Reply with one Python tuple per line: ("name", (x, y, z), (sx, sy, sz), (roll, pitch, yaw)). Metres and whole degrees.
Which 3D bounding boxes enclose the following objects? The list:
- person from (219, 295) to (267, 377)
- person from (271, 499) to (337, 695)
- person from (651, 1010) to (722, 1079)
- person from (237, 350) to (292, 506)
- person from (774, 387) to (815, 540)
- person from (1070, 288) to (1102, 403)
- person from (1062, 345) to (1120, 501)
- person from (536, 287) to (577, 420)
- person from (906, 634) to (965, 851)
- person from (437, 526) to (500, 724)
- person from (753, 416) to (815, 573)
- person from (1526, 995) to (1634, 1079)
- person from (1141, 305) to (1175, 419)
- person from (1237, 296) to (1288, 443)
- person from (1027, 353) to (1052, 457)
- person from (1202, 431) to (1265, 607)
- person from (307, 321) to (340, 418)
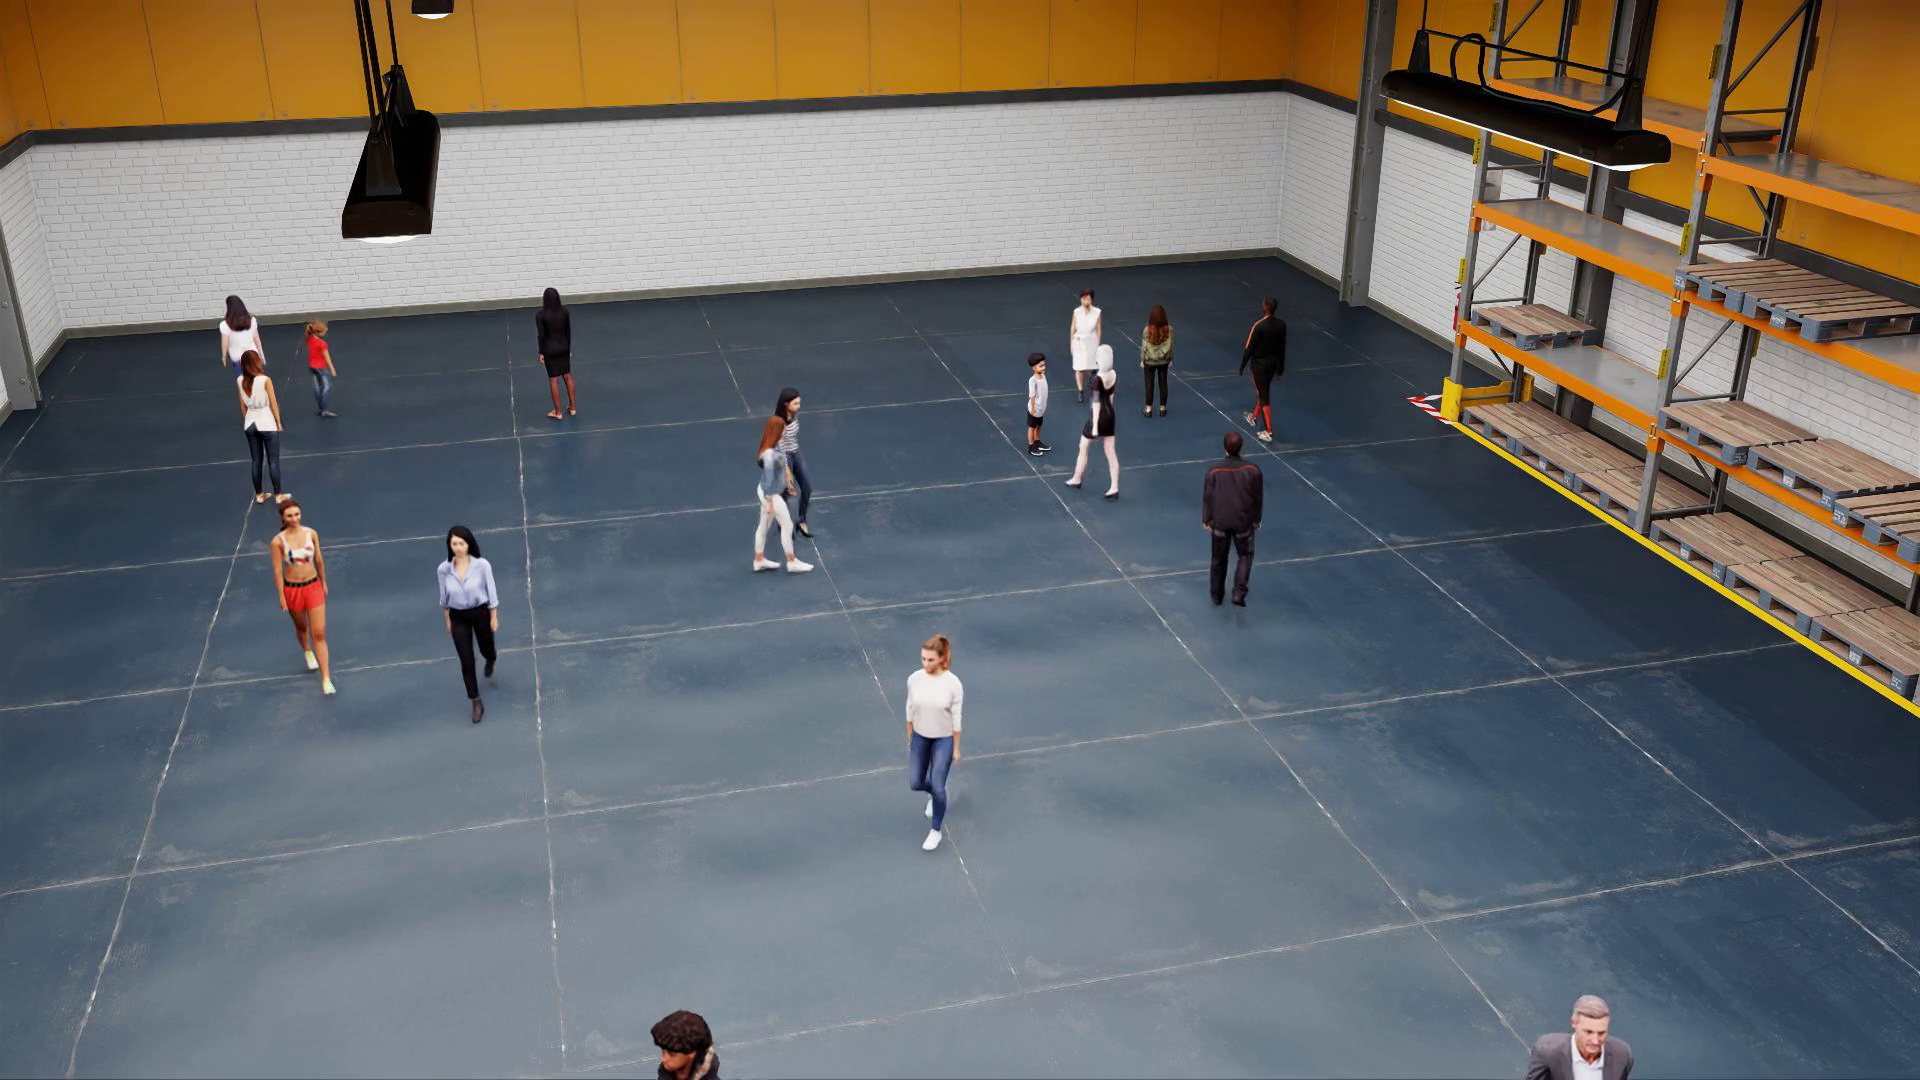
("person", (-9.022, -2.220, 21.077), (0.969, 1.631, 1.209), (-21, 31, -39))
("person", (-5.873, 0.458, 14.809), (0.827, 1.746, 1.227), (-14, 27, -29))
("person", (-1.303, 3.158, 8.624), (1.114, 1.752, 1.158), (14, 27, 29))
("person", (-7.868, -1.263, 18.702), (0.650, 1.780, 0.646), (3, 24, 8))
("person", (-1.904, -0.798, 17.658), (0.846, 1.764, 0.784), (10, 25, 21))
("person", (1.671, -2.601, 22.055), (0.697, 1.545, 0.758), (3, 24, 6))
("person", (1.673, -1.289, 18.733), (1.069, 1.804, 0.914), (20, 31, 38))
("person", (-5.200, -2.421, 21.425), (0.687, 1.721, 0.678), (-20, 31, -38))
("person", (-0.156, 1.480, 12.517), (0.839, 1.709, 0.922), (9, 25, 20))
("person", (-4.202, 0.665, 14.365), (0.718, 1.721, 1.054), (-4, 24, -8))
("person", (-2.013, -0.443, 16.958), (0.731, 1.674, 0.802), (-4, 24, -9))
("person", (3.160, 3.098, 8.713), (1.056, 1.790, 1.336), (3, 24, 6))
("person", (2.543, -2.315, 21.487), (0.606, 1.476, 0.547), (-3, 24, -6))
("person", (3.830, -2.091, 20.608), (0.759, 1.770, 1.113), (-11, 26, -24))
("person", (0.938, -1.678, 20.297), (0.640, 1.262, 0.582), (14, 27, 29))
("person", (2.646, -0.158, 16.113), (0.909, 1.830, 0.961), (3, 24, 7))
("person", (-8.313, -2.225, 21.523), (0.642, 1.283, 0.696), (6, 24, 13))
